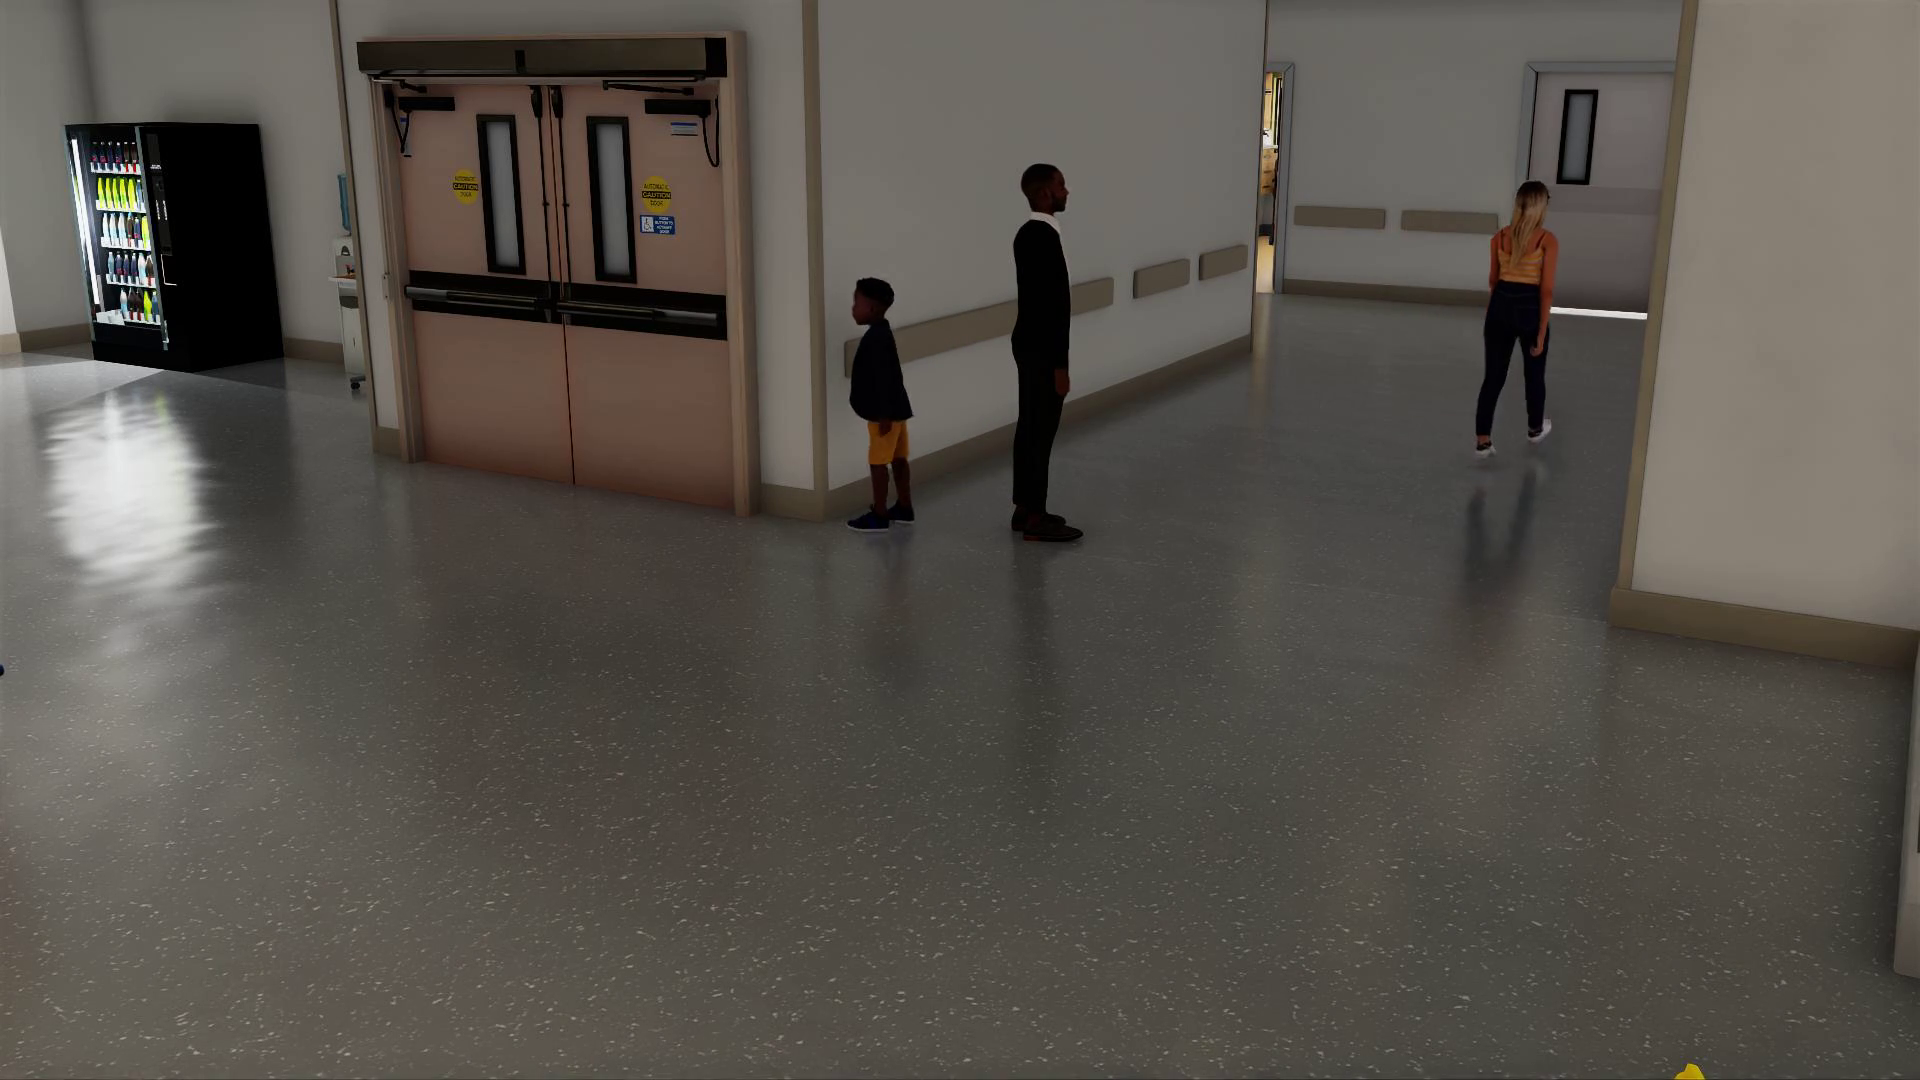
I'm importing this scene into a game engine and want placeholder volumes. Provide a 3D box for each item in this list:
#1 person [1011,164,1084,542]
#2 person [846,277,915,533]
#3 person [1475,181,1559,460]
[{"bbox_3d":[0.380,-0.909,8.088,0.761,1.810,0.707,-4,16,-13],"label":"person"},{"bbox_3d":[-0.337,-0.673,8.261,0.691,1.261,0.640,1,16,3],"label":"person"},{"bbox_3d":[3.177,-1.223,9.618,1.080,1.583,0.728,12,20,36],"label":"person"}]
